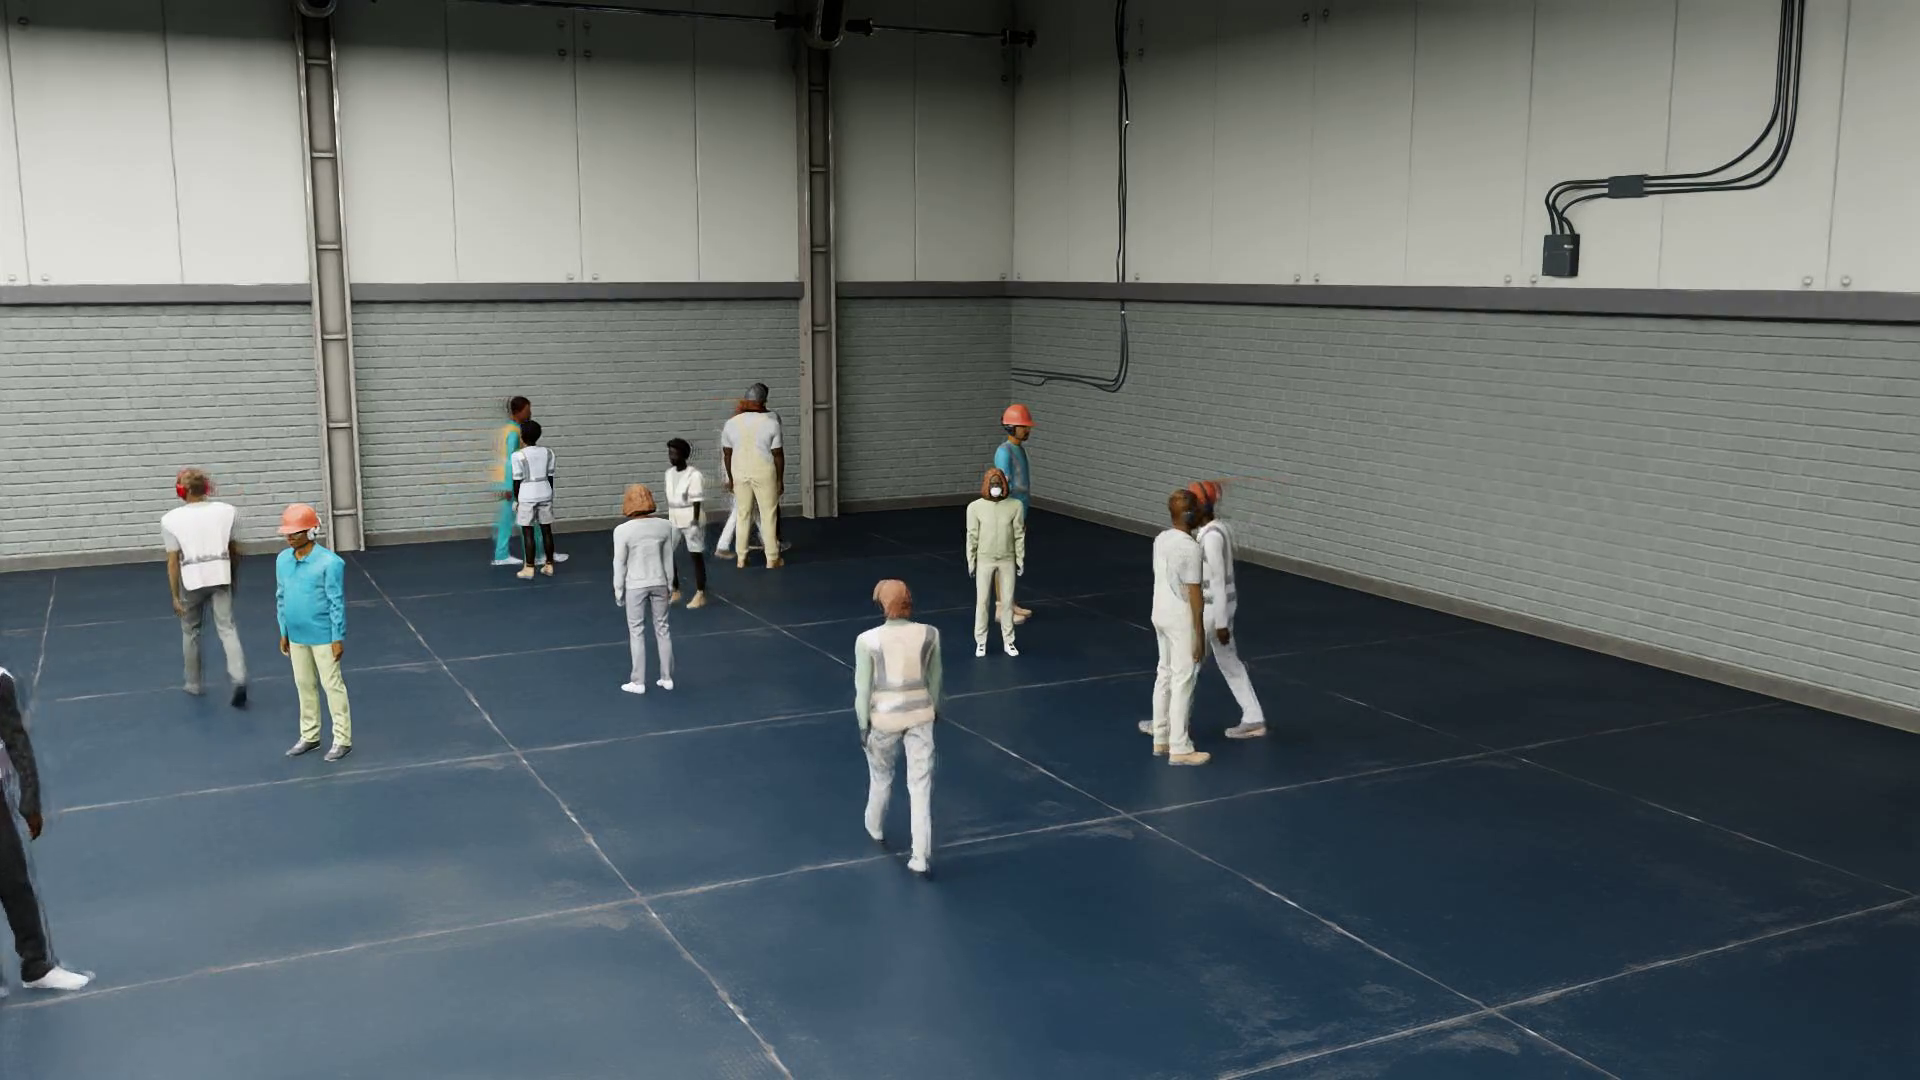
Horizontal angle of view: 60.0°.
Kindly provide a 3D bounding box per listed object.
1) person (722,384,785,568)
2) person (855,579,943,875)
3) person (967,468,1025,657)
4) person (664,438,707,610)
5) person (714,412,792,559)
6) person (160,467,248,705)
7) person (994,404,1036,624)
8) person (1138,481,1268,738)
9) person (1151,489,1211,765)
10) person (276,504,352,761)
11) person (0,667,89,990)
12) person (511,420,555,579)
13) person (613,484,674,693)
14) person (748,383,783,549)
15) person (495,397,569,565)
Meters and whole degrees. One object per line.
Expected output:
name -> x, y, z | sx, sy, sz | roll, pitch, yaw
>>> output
person -> -2.247, -0.711, 18.410 | 0.688, 2.000, 0.535 | 2, 9, 12
person -> -0.333, 1.004, 9.236 | 0.529, 1.579, 0.884 | -2, 10, -14
person -> 0.306, 0.191, 14.130 | 0.500, 1.626, 0.282 | -1, 9, -8
person -> -2.679, -0.141, 16.015 | 0.550, 1.680, 0.540 | 7, 11, 35
person -> -2.410, -0.699, 18.993 | 0.997, 1.838, 0.616 | -6, 11, -32
person -> -5.707, 0.352, 12.625 | 0.572, 1.809, 0.921 | -8, 12, -41
person -> 0.516, -0.248, 15.547 | 0.396, 2.044, 0.609 | 3, 10, 16
person -> 1.752, 0.497, 11.625 | 0.909, 1.843, 0.563 | 2, 9, 14
person -> 1.457, 0.580, 11.078 | 0.350, 1.839, 0.558 | -4, 10, -25
person -> -4.361, 0.618, 11.147 | 0.563, 1.742, 0.360 | 4, 10, 23
person -> -4.338, 1.173, 7.351 | 0.775, 1.872, 0.379 | -2, 9, -14
person -> -4.555, -0.435, 17.759 | 0.318, 1.699, 0.535 | 8, 12, 40
person -> -2.456, 0.380, 12.969 | 0.501, 1.629, 0.289 | -7, 11, -35
person -> -2.327, -0.874, 19.647 | 0.363, 1.962, 0.612 | 5, 10, 27
person -> -4.810, -0.656, 18.555 | 0.894, 1.877, 0.599 | -3, 10, -15
